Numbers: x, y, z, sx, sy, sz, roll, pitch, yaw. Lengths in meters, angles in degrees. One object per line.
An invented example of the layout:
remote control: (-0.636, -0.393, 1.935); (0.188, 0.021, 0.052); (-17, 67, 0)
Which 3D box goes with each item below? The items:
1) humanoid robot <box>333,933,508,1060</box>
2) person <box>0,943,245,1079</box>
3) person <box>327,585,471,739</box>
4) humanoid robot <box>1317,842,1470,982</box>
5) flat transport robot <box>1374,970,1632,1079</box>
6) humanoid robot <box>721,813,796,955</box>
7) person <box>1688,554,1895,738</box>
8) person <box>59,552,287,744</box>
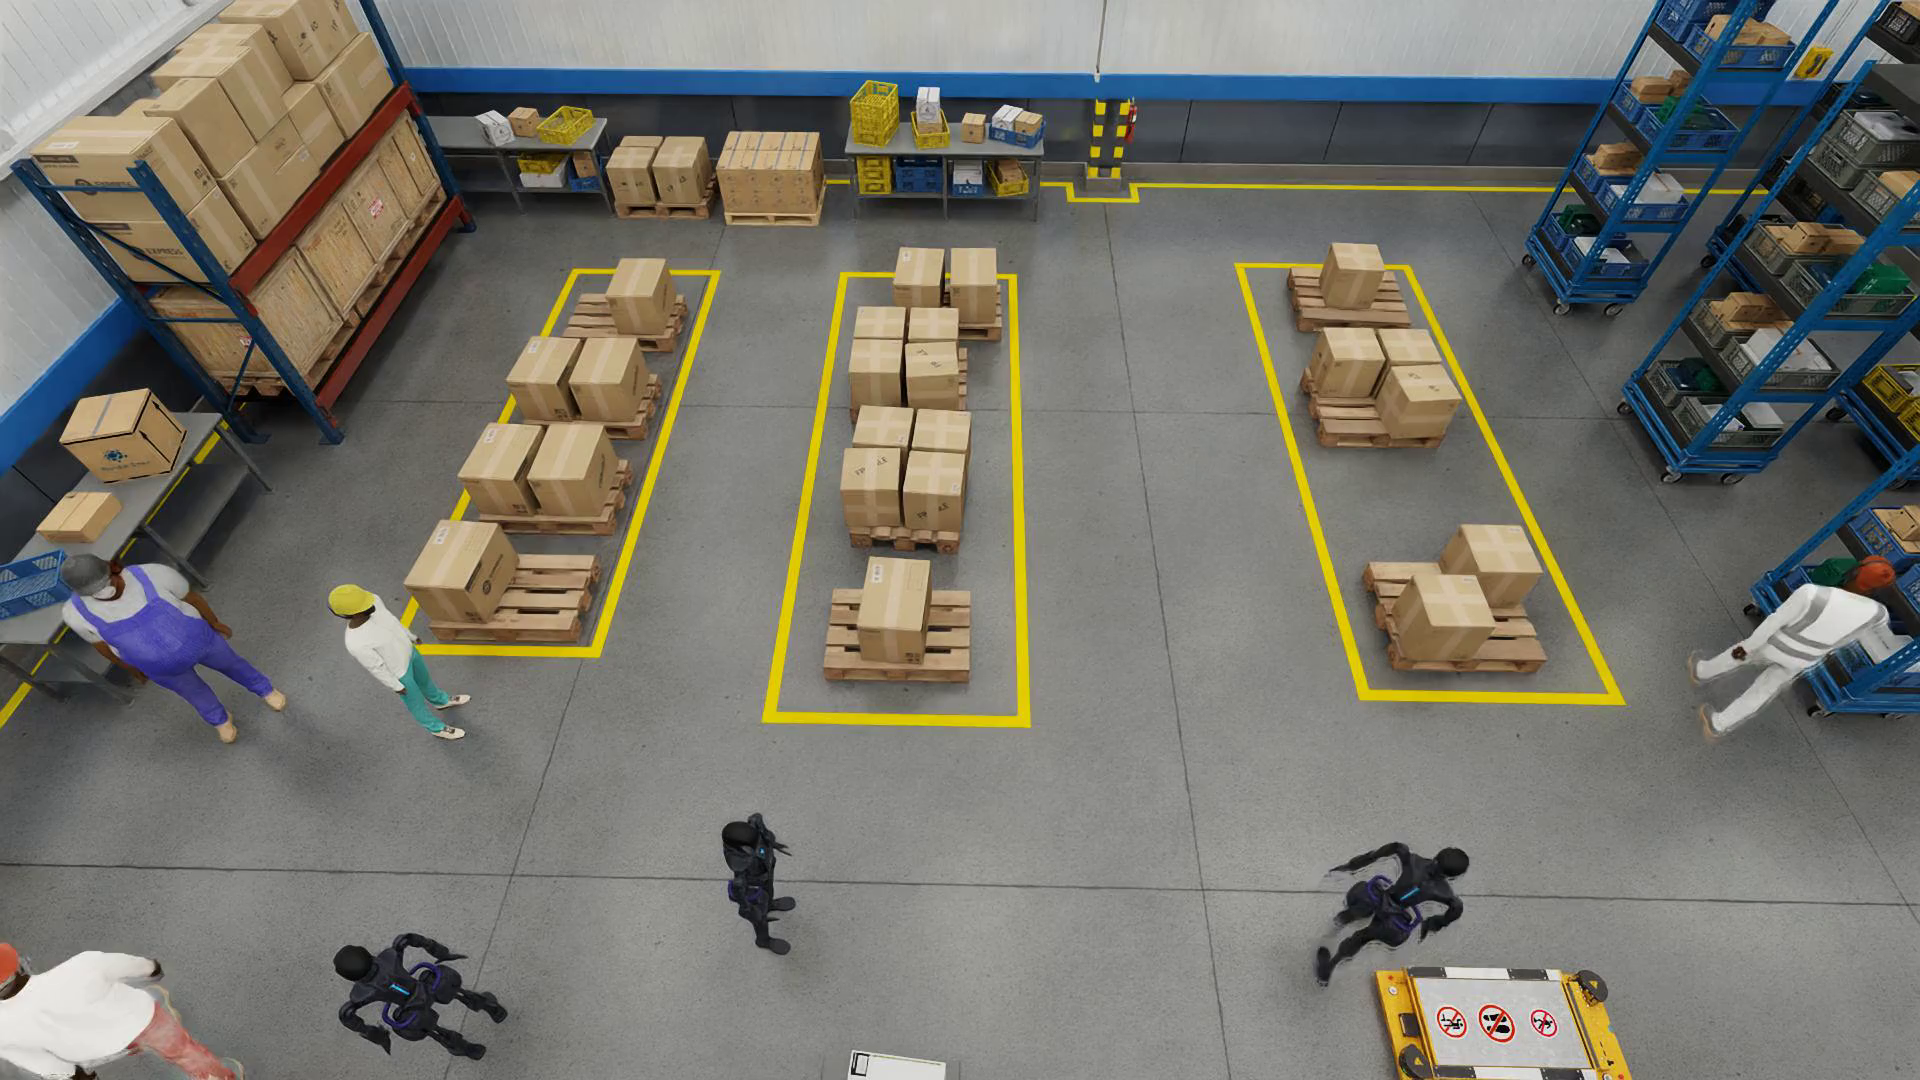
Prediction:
humanoid robot: (-3.177, 2.688, 5.377); (0.313, 1.657, 0.609); (17, 53, 14)
person: (-4.871, 2.671, 5.229); (0.596, 1.939, 1.022); (-35, 59, -25)
person: (-4.142, 0.891, 6.793); (0.310, 1.768, 0.521); (-8, 51, -6)
humanoid robot: (2.620, 2.283, 5.741); (0.662, 1.620, 0.651); (-30, 57, -22)
flat transport robot: (3.501, 3.133, 5.914); (1.431, 0.197, 0.652); (1, 51, 1)
humanoid robot: (-1.267, 2.155, 5.811); (0.318, 1.657, 0.603); (3, 51, 3)
person: (6.179, 0.725, 6.876); (0.605, 1.842, 0.889); (19, 53, 15)
person: (-5.751, 0.781, 6.707); (0.536, 2.000, 0.675); (37, 60, 26)
